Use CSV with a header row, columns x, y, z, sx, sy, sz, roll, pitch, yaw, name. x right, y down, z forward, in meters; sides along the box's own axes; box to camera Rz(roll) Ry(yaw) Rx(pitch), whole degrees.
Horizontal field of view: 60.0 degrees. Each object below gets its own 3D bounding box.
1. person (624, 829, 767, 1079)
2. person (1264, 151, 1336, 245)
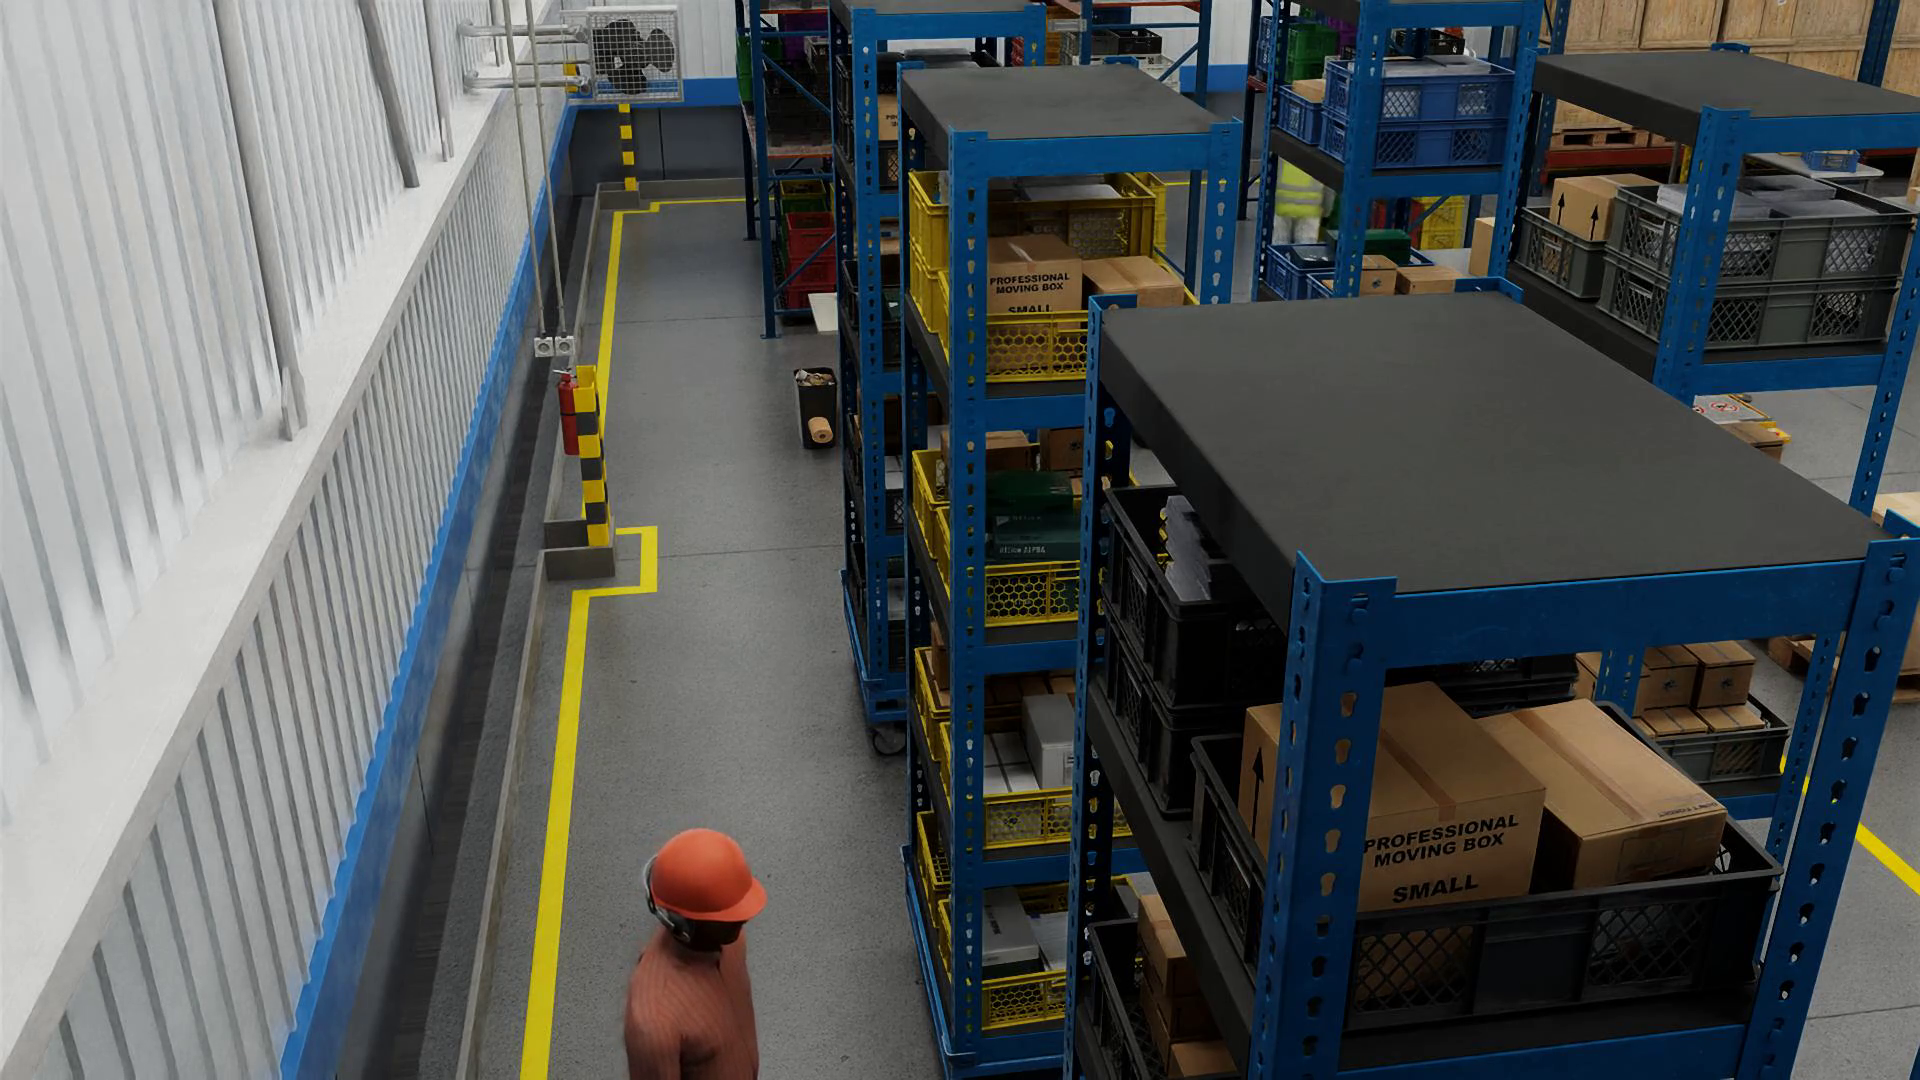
x,y,z,sx,sy,sz,roll,pitch,yaw,name
-0.708,1.647,4.667,0.437,1.981,0.632,4,25,10,person
2.990,-2.930,14.812,0.682,1.810,0.547,13,28,25,person
